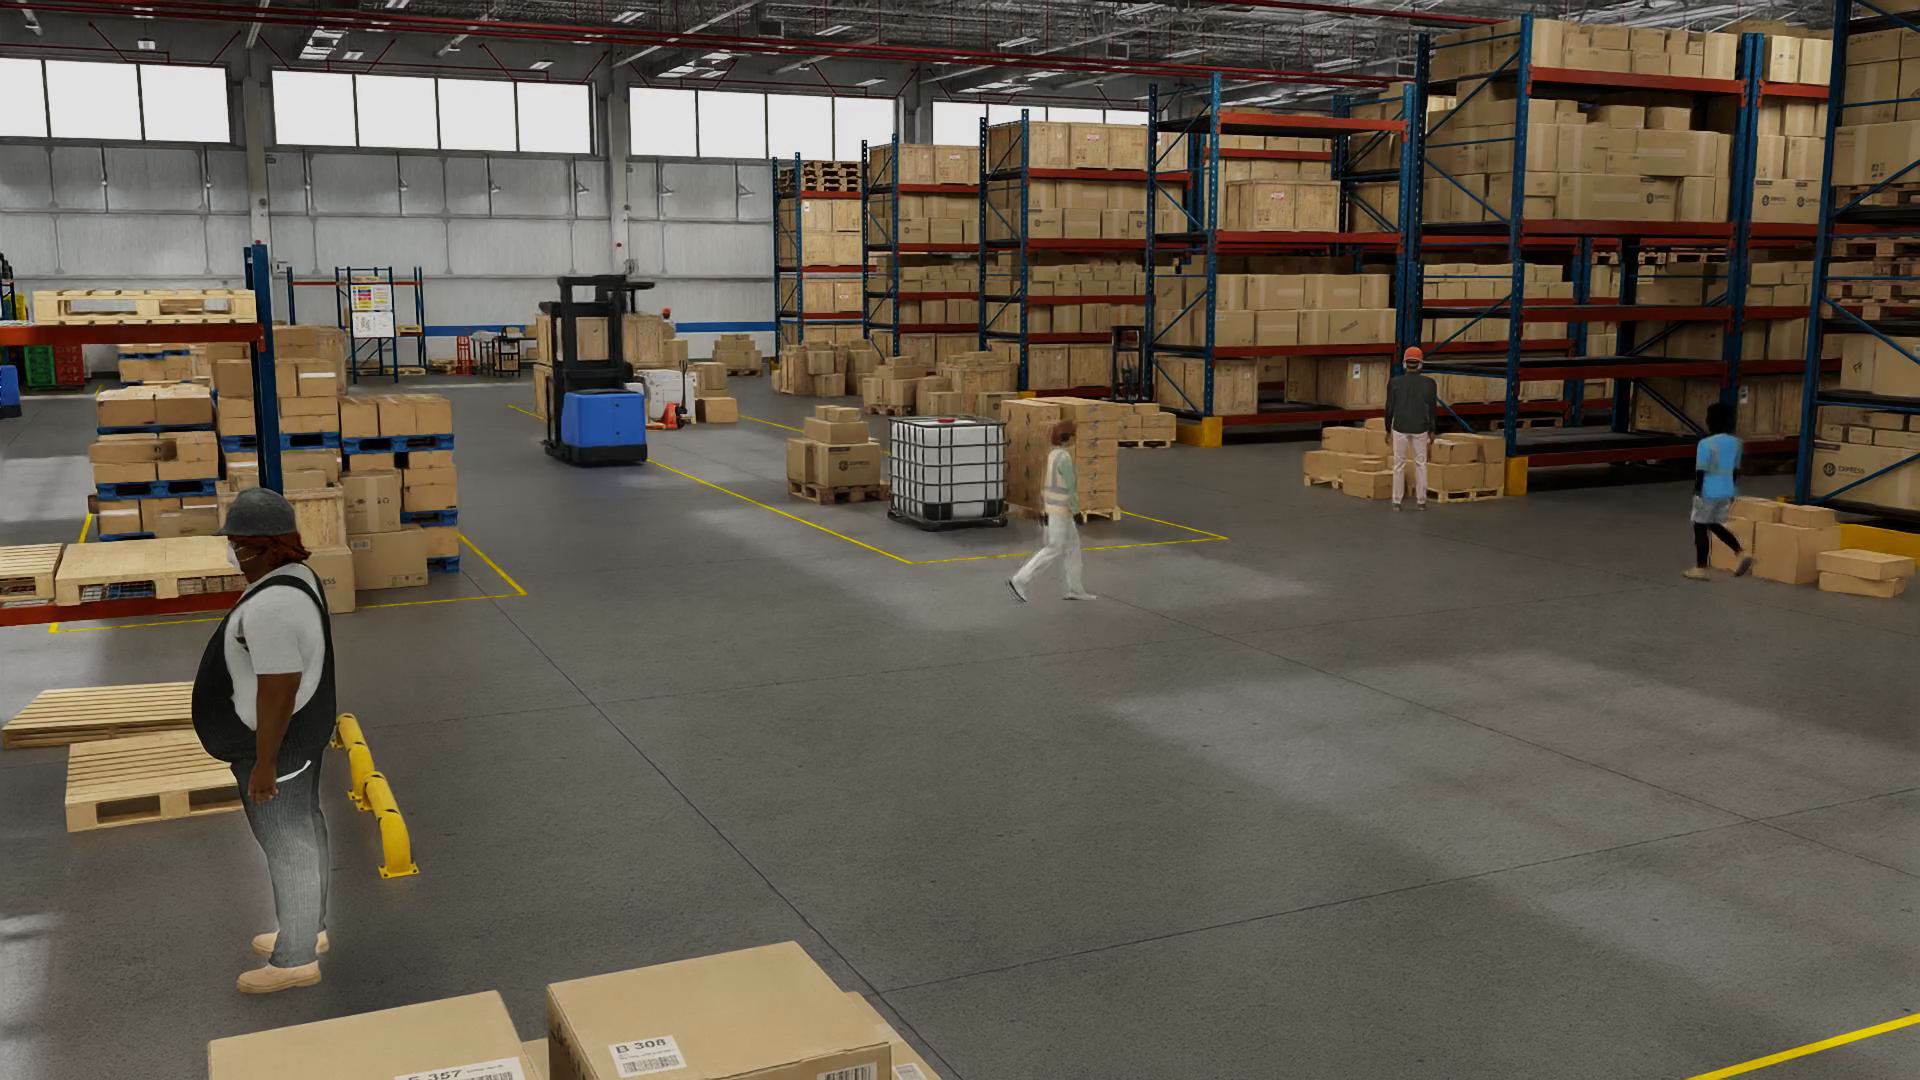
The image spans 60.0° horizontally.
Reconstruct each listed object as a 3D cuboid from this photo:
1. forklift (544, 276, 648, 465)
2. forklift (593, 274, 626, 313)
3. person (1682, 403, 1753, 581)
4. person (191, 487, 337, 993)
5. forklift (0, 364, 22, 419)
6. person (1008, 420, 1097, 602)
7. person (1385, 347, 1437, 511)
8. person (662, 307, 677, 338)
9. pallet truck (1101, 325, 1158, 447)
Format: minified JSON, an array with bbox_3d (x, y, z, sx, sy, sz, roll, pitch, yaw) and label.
[{"bbox_3d":[-5.585,-2.622,25.352,1.129,2.768,1.873,-5,10,-29],"label":"forklift"},{"bbox_3d":[-8.950,-5.407,42.631,1.873,2.768,1.129,5,10,28],"label":"forklift"},{"bbox_3d":[7.052,-0.430,15.451,0.542,1.677,0.541,-5,10,-28],"label":"person"},{"bbox_3d":[-2.820,0.794,6.757,0.537,2.000,0.682,-2,9,-13],"label":"person"},{"bbox_3d":[-19.331,-3.695,32.012,1.873,2.768,1.129,2,9,11],"label":"forklift"},{"bbox_3d":[0.811,-0.243,14.524,0.755,1.614,0.494,-1,9,-3],"label":"person"},{"bbox_3d":[5.442,-1.337,20.124,0.612,1.994,0.395,2,9,9],"label":"person"},{"bbox_3d":[-8.209,-5.553,46.541,0.549,1.921,0.668,0,9,-3],"label":"person"},{"bbox_3d":[2.881,-2.596,27.923,0.823,1.965,1.885,-1,9,-7],"label":"pallet truck"}]
